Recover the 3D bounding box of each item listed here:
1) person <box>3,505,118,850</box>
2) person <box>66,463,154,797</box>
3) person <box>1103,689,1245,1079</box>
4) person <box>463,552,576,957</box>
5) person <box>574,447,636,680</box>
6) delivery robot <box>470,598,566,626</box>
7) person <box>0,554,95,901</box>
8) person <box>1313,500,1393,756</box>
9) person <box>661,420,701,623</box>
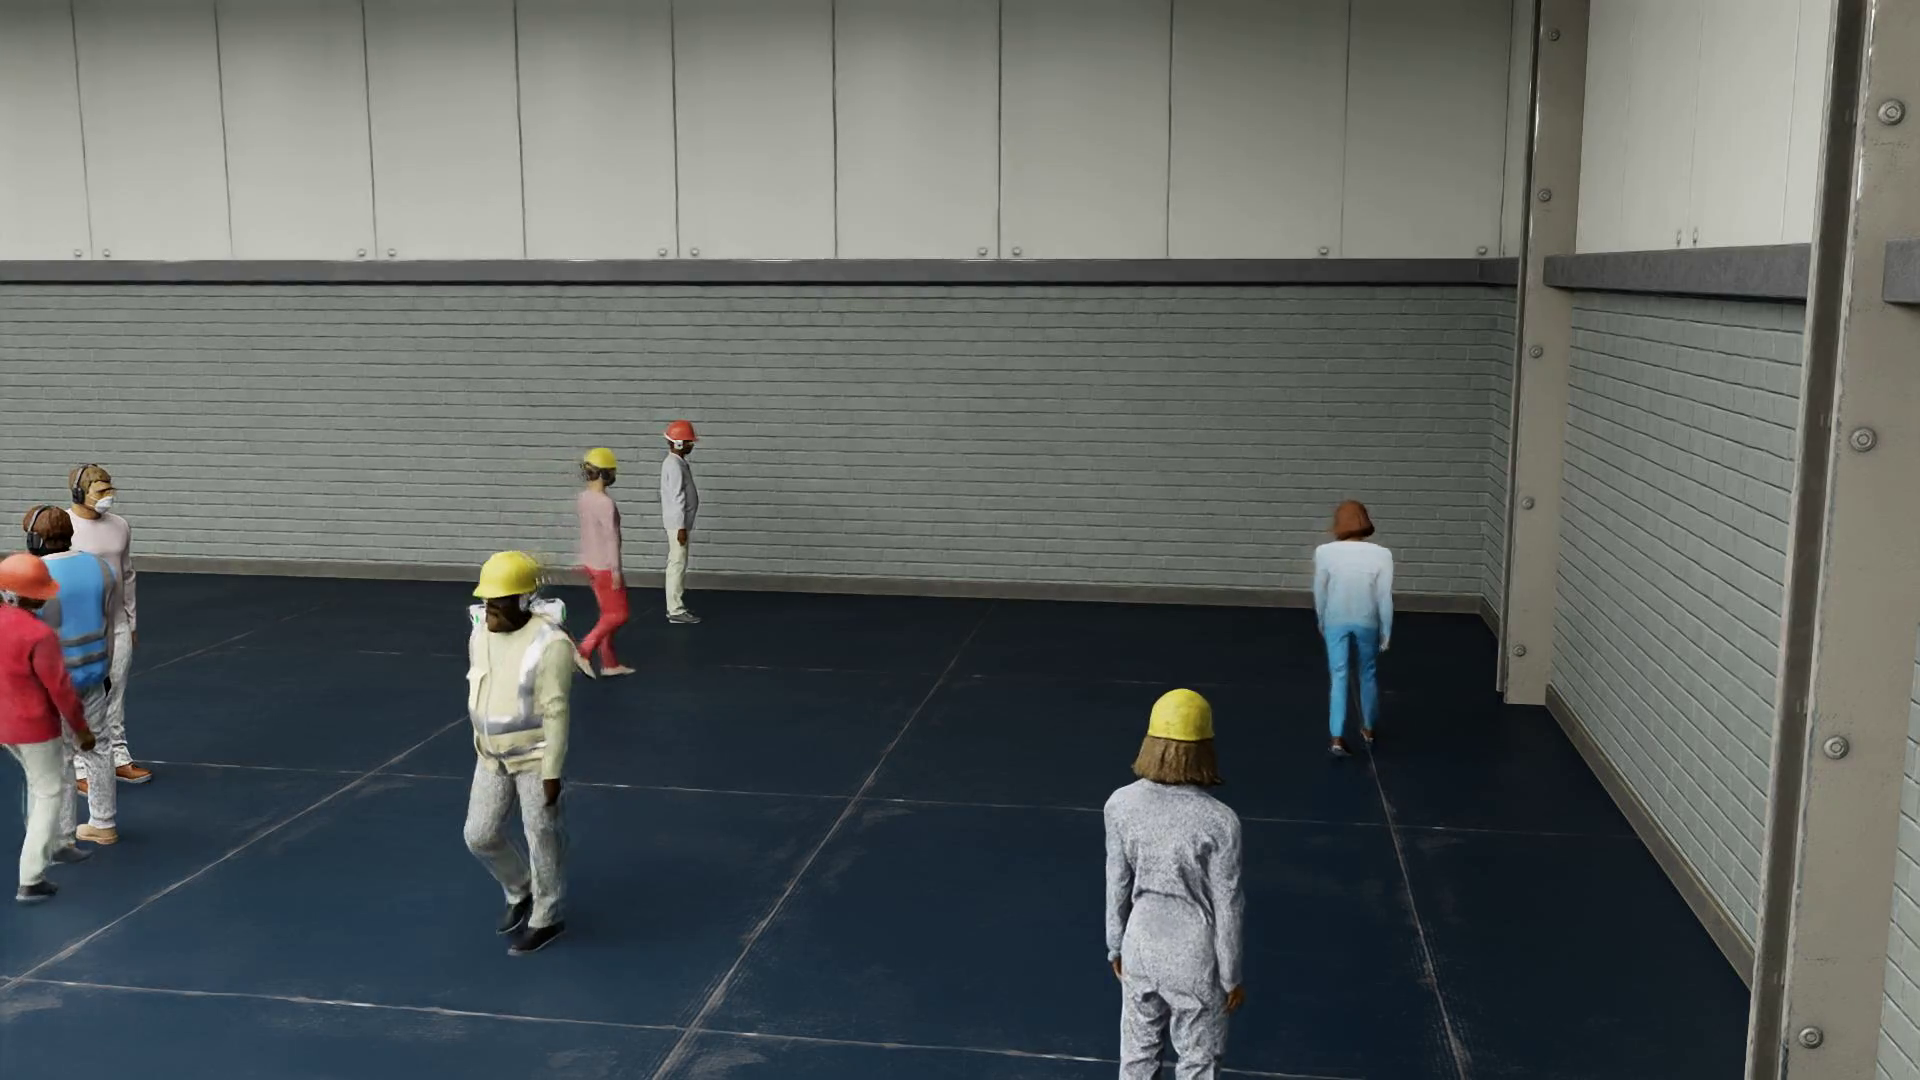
[{"bbox_3d":[-4.645,0.733,8.590,0.429,1.844,0.625,3,10,18],"label":"person"},{"bbox_3d":[-5.026,0.515,9.667,0.375,1.933,0.625,3,10,17],"label":"person"},{"bbox_3d":[0.683,1.324,5.281,0.485,1.732,0.313,7,12,38],"label":"person"},{"bbox_3d":[-1.947,0.945,7.343,0.592,1.818,0.417,5,10,27],"label":"person"},{"bbox_3d":[-2.642,0.188,12.232,0.520,1.748,0.541,-6,11,-35],"label":"person"},{"bbox_3d":[-3.470,0.605,13.045,0.707,0.478,0.477,-4,10,-23],"label":"delivery robot"},{"bbox_3d":[-4.510,0.884,8.141,0.593,1.689,0.589,5,11,30],"label":"person"},{"bbox_3d":[2.474,0.544,10.495,0.492,1.598,0.764,1,9,8],"label":"person"},{"bbox_3d":[-2.406,-0.148,14.397,0.342,1.715,0.574,-2,9,-13],"label":"person"}]
